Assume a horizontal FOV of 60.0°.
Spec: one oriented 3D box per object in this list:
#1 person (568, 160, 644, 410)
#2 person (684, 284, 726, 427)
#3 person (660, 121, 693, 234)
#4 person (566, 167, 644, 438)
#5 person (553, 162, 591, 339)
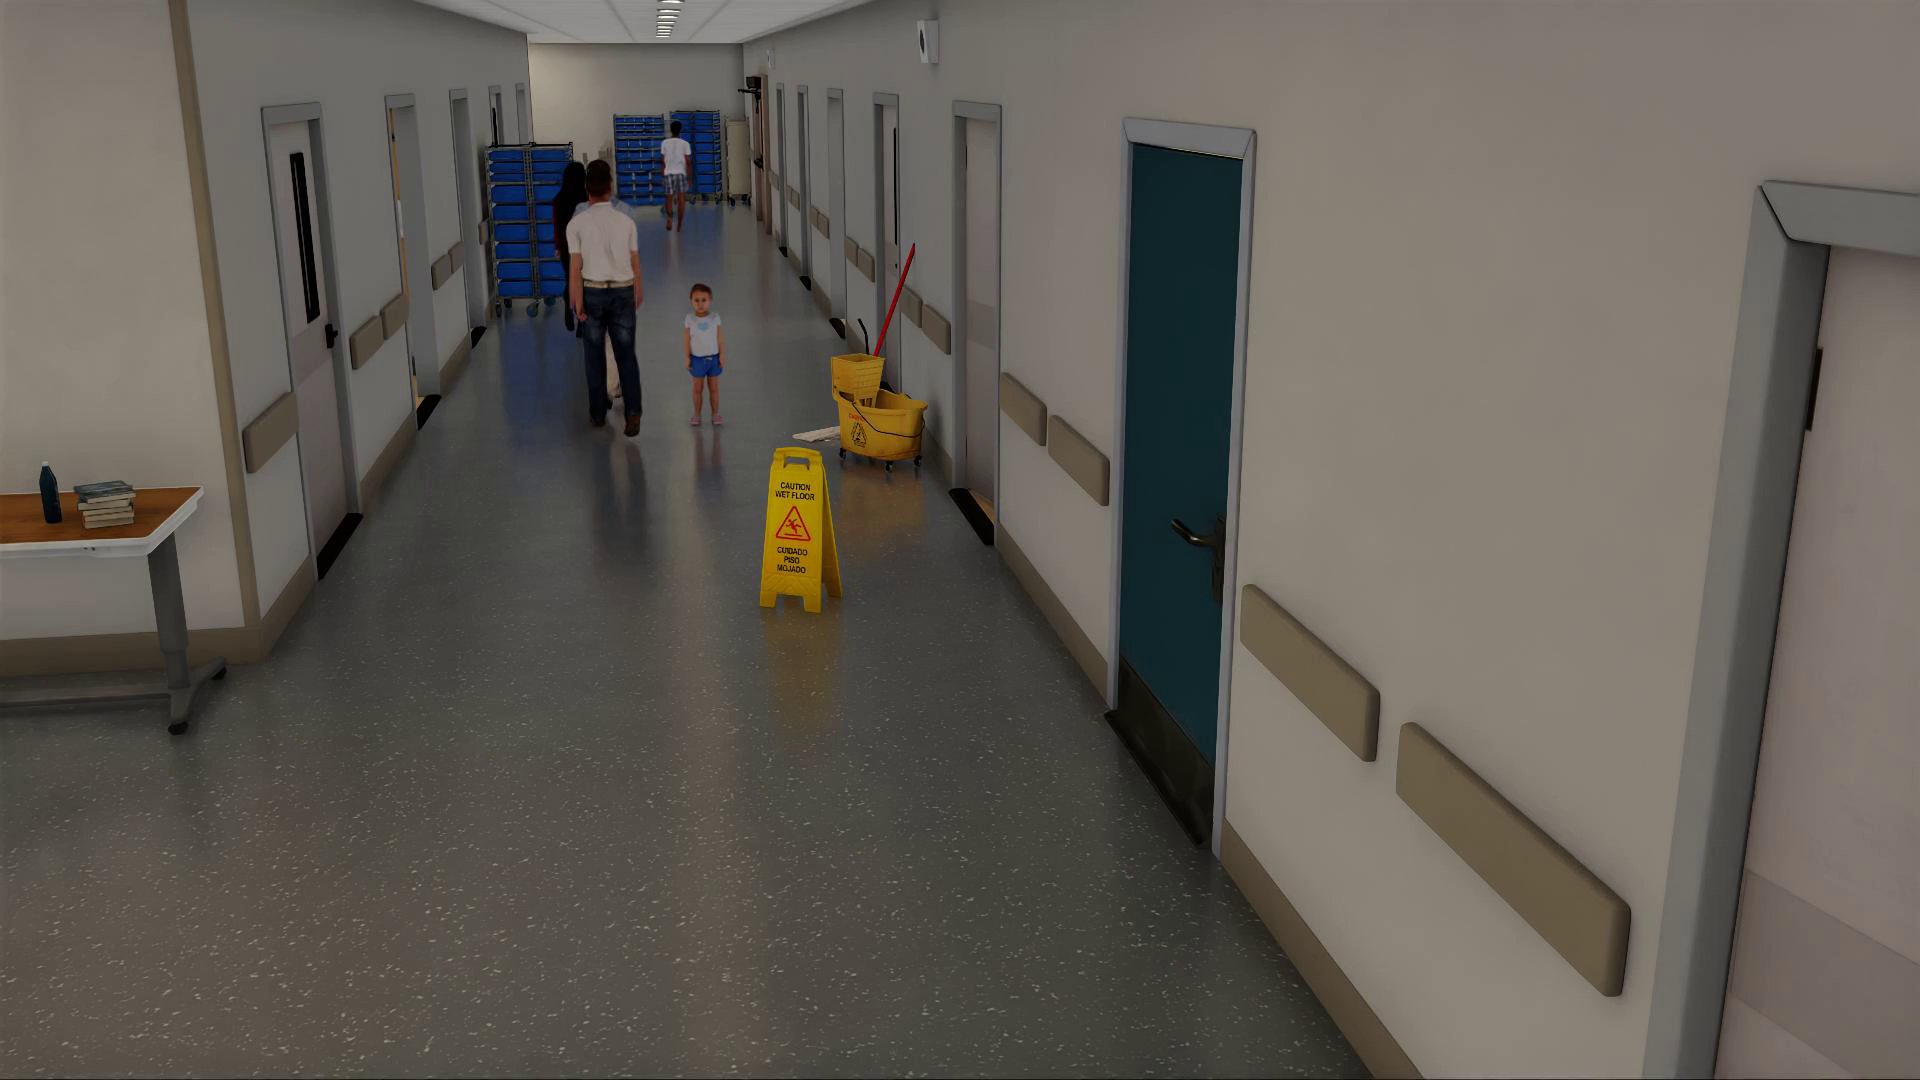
[{"bbox_3d":[-2.629,-1.903,12.522,0.863,1.798,1.265,1,16,3],"label":"person"},{"bbox_3d":[-1.827,-1.329,11.921,0.429,1.019,0.415,-2,16,-7],"label":"person"},{"bbox_3d":[-4.466,-5.658,25.994,0.730,1.715,0.789,0,16,1],"label":"person"},{"bbox_3d":[-2.395,-1.606,11.442,0.760,1.812,1.217,-5,17,-18],"label":"person"},{"bbox_3d":[-3.631,-2.707,15.662,0.702,1.642,0.809,2,16,6],"label":"person"}]
